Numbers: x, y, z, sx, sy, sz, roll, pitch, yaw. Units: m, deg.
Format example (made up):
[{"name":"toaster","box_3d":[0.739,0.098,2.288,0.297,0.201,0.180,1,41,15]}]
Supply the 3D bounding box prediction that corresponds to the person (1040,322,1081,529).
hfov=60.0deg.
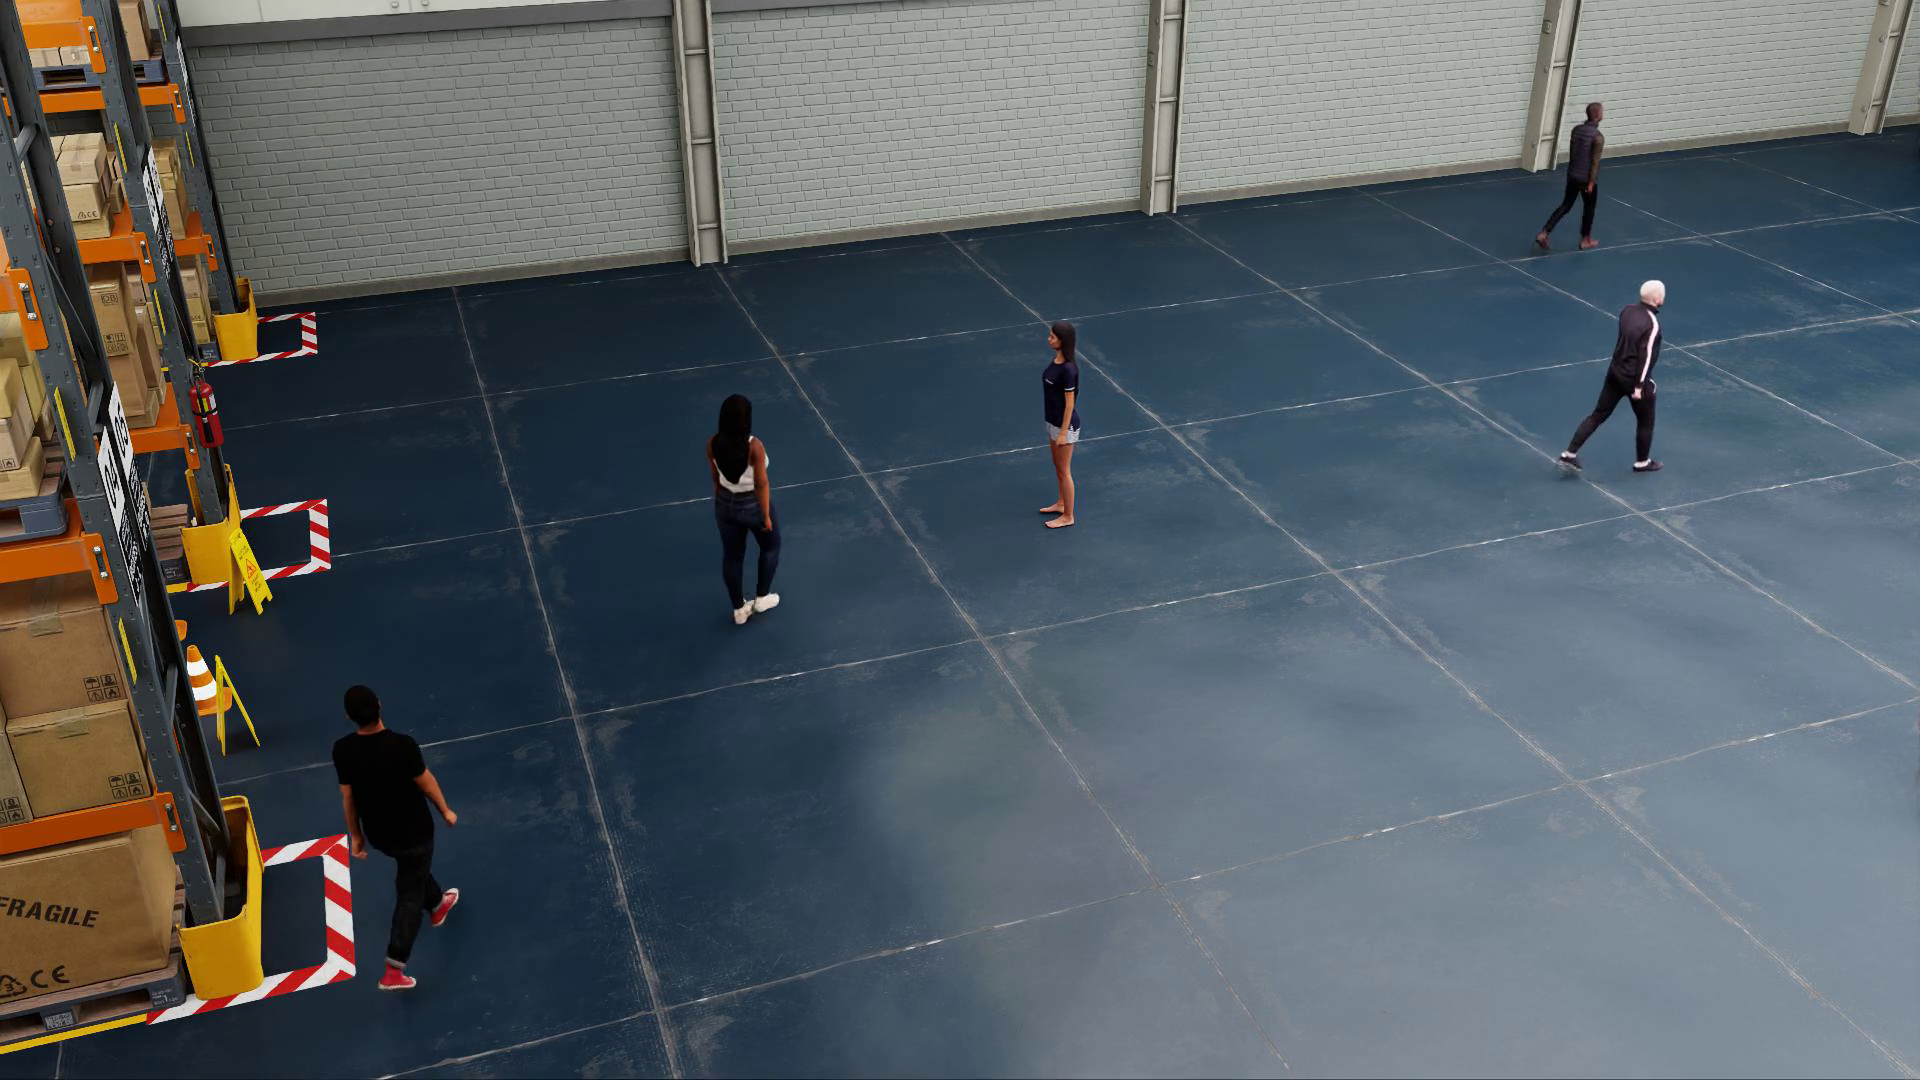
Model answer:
[{"name":"person","box_3d":[0.842,-0.950,13.666,0.597,1.765,0.631,-3,28,-5]}]

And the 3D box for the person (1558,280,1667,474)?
[{"name":"person","box_3d":[5.693,-1.363,14.407,1.207,1.797,0.706,-8,29,-15]}]

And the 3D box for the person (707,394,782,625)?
[{"name":"person","box_3d":[-1.629,-0.173,12.175,0.790,1.795,0.858,10,30,18]}]

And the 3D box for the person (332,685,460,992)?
[{"name":"person","box_3d":[-3.045,1.609,8.906,1.214,1.723,1.135,7,29,13]}]

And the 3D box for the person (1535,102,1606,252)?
[{"name":"person","box_3d":[7.373,-4.315,19.944,1.160,1.803,0.719,-11,30,-20]}]
